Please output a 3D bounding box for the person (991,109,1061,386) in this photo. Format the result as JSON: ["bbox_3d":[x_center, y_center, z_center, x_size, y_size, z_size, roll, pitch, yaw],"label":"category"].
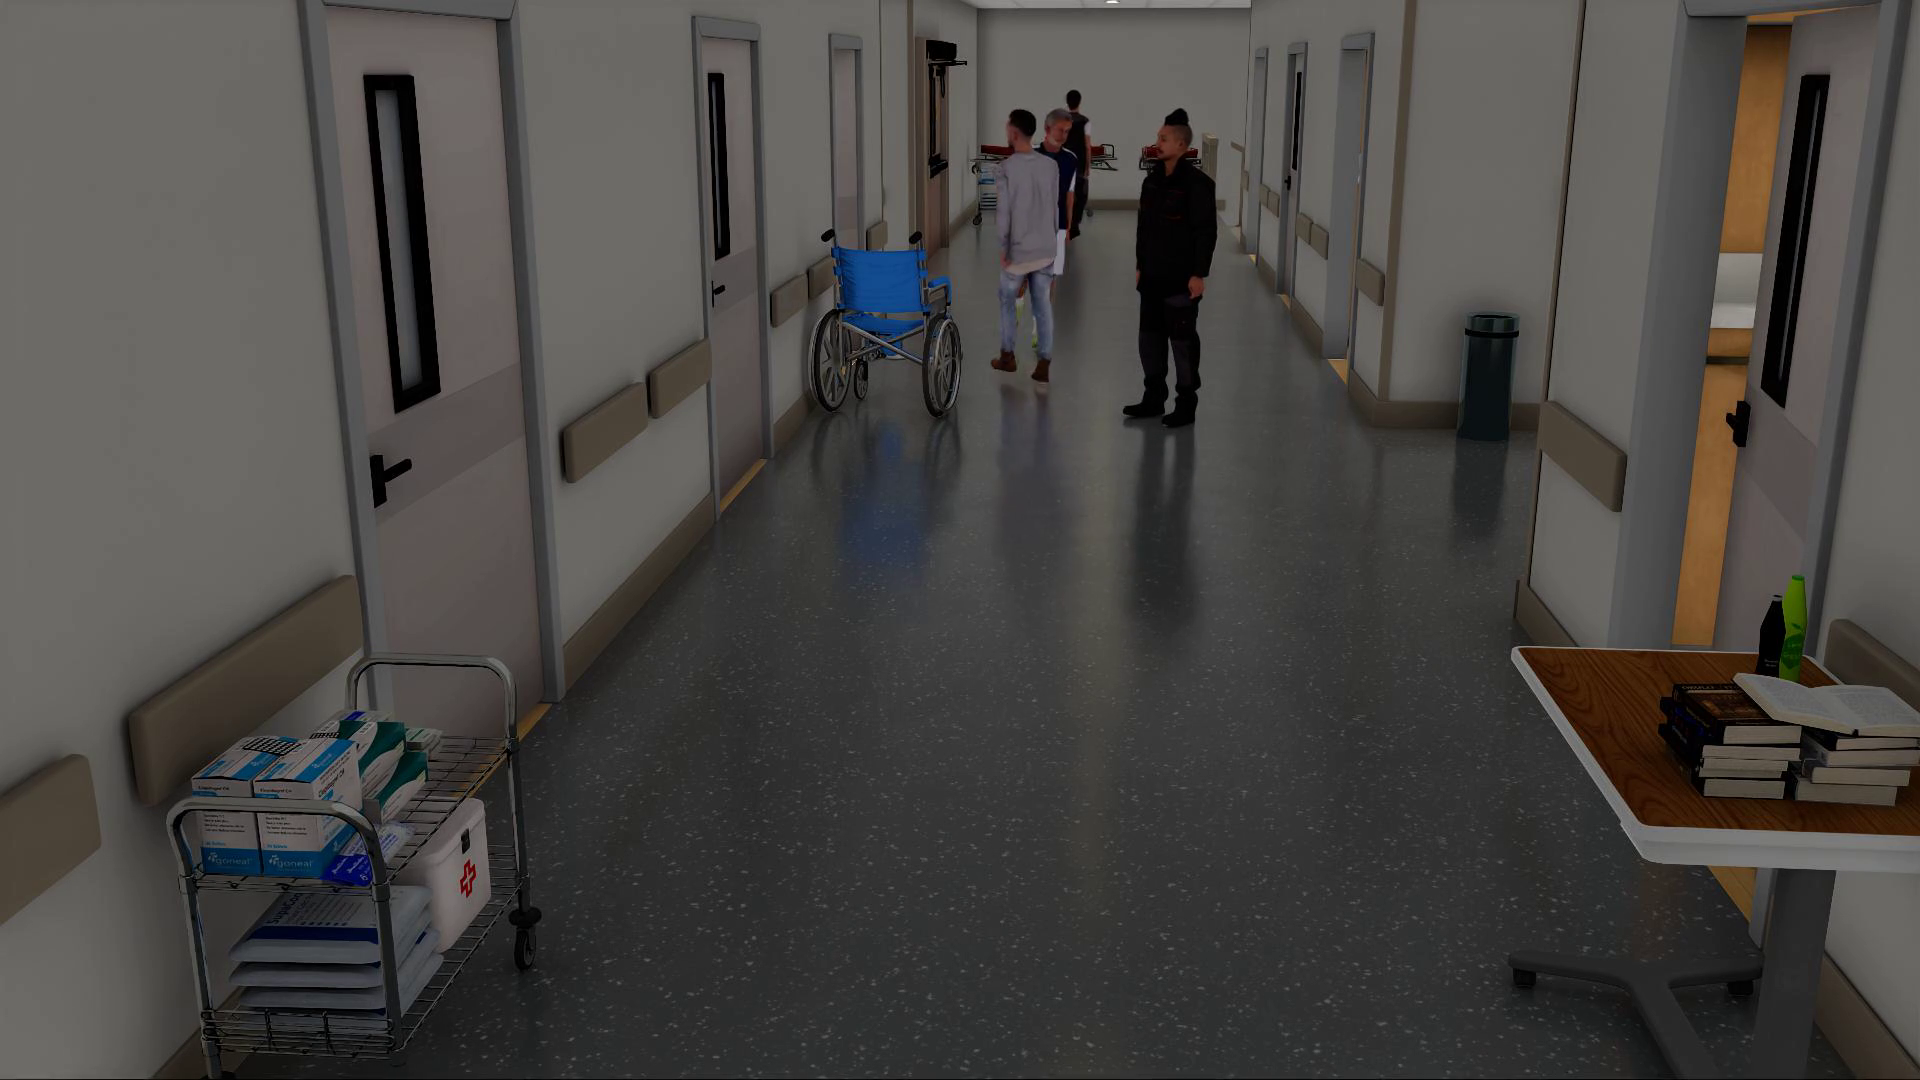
[{"bbox_3d":[0.500,-1.935,11.161,0.940,1.805,1.070,-5,17,-18],"label":"person"}]

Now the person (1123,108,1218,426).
[{"bbox_3d":[1.275,-1.640,10.003,0.904,1.866,0.822,-11,19,-35],"label":"person"}]

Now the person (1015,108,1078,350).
[{"bbox_3d":[0.597,-2.366,12.701,0.866,1.797,1.085,-1,16,-5],"label":"person"}]

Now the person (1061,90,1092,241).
[{"bbox_3d":[1.386,-4.672,20.809,0.743,1.837,0.834,5,17,18],"label":"person"}]
